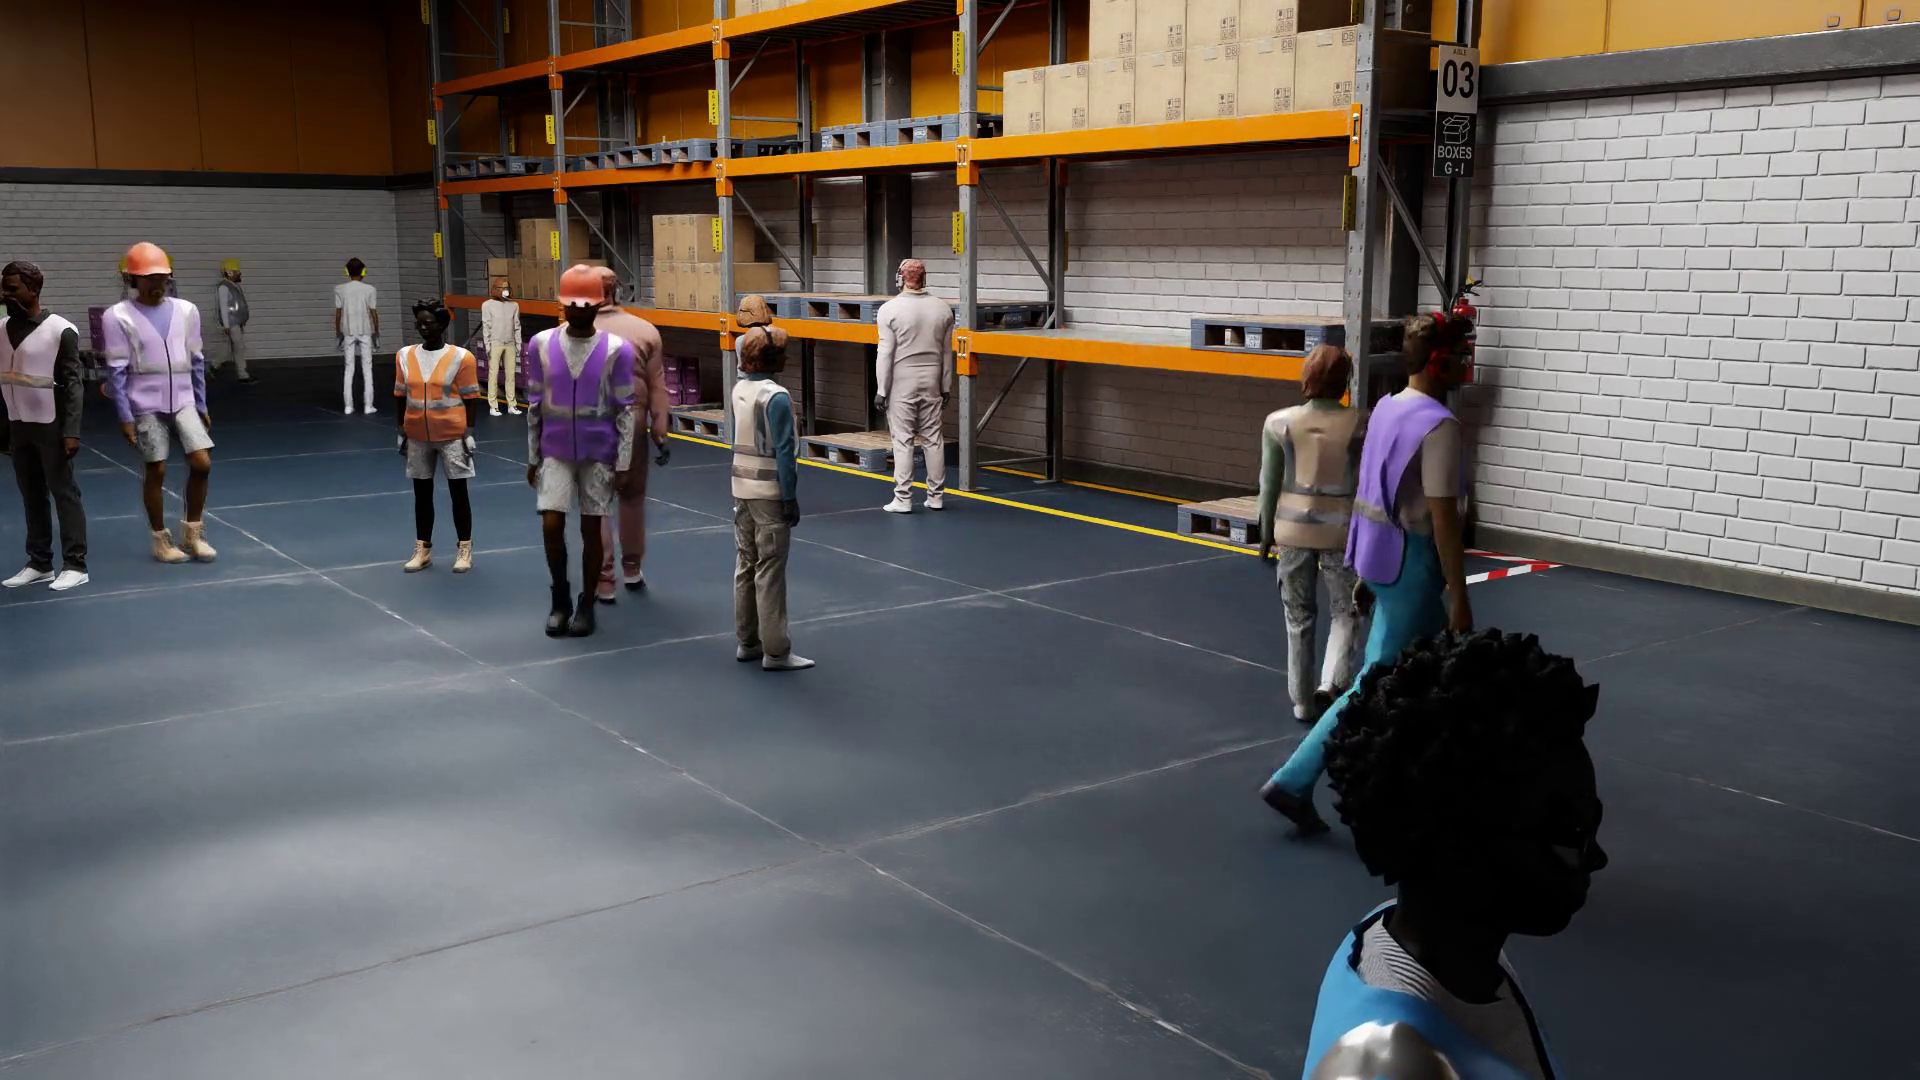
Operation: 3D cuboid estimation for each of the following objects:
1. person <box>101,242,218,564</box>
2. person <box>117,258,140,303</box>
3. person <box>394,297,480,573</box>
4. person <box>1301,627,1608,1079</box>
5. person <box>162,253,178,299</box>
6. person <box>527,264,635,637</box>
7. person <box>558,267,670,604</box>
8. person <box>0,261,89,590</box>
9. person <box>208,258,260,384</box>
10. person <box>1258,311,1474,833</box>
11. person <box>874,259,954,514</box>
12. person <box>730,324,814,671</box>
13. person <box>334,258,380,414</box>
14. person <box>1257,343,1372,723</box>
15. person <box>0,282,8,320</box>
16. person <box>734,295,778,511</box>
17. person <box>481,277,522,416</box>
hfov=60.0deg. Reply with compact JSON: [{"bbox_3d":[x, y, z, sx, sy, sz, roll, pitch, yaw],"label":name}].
[{"bbox_3d":[-4.938,-0.828,10.380,0.639,2.018,0.632,9,13,40],"label":"person"},{"bbox_3d":[-11.456,-2.998,23.098,0.403,1.822,0.588,-2,10,-11],"label":"person"},{"bbox_3d":[-3.217,-0.639,10.229,0.529,1.697,0.321,1,10,4],"label":"person"},{"bbox_3d":[0.428,0.912,1.549,0.319,1.696,0.532,3,11,16],"label":"person"},{"bbox_3d":[-11.200,-3.065,23.298,0.923,1.891,0.598,2,10,11],"label":"person"},{"bbox_3d":[-1.936,-0.435,8.483,0.573,1.911,0.473,-1,10,-4],"label":"person"},{"bbox_3d":[-2.026,-0.612,9.539,0.681,1.879,0.760,-3,10,-14],"label":"person"},{"bbox_3d":[-5.398,-0.667,9.769,0.589,1.920,0.392,3,11,17],"label":"person"},{"bbox_3d":[-10.512,-3.134,23.873,0.694,1.816,0.594,-1,10,-8],"label":"person"},{"bbox_3d":[1.486,0.122,5.687,0.940,1.808,0.578,-1,10,-3],"label":"person"},{"bbox_3d":[-0.363,-1.149,12.504,0.649,1.906,0.401,-6,12,-31],"label":"person"},{"bbox_3d":[-0.928,-0.200,7.927,0.313,1.642,0.513,-7,12,-33],"label":"person"},{"bbox_3d":[-7.194,-2.423,19.835,0.524,1.849,0.382,-2,10,-10],"label":"person"},{"bbox_3d":[1.471,0.010,6.809,0.537,1.622,0.636,4,11,19],"label":"person"},{"bbox_3d":[-11.415,-2.322,19.996,0.489,1.578,0.862,-10,14,-44],"label":"person"},{"bbox_3d":[-1.539,-1.025,12.565,0.280,1.636,0.501,5,11,27],"label":"person"},{"bbox_3d":[-5.394,-2.279,19.618,0.496,1.629,0.277,-10,14,-43],"label":"person"}]
